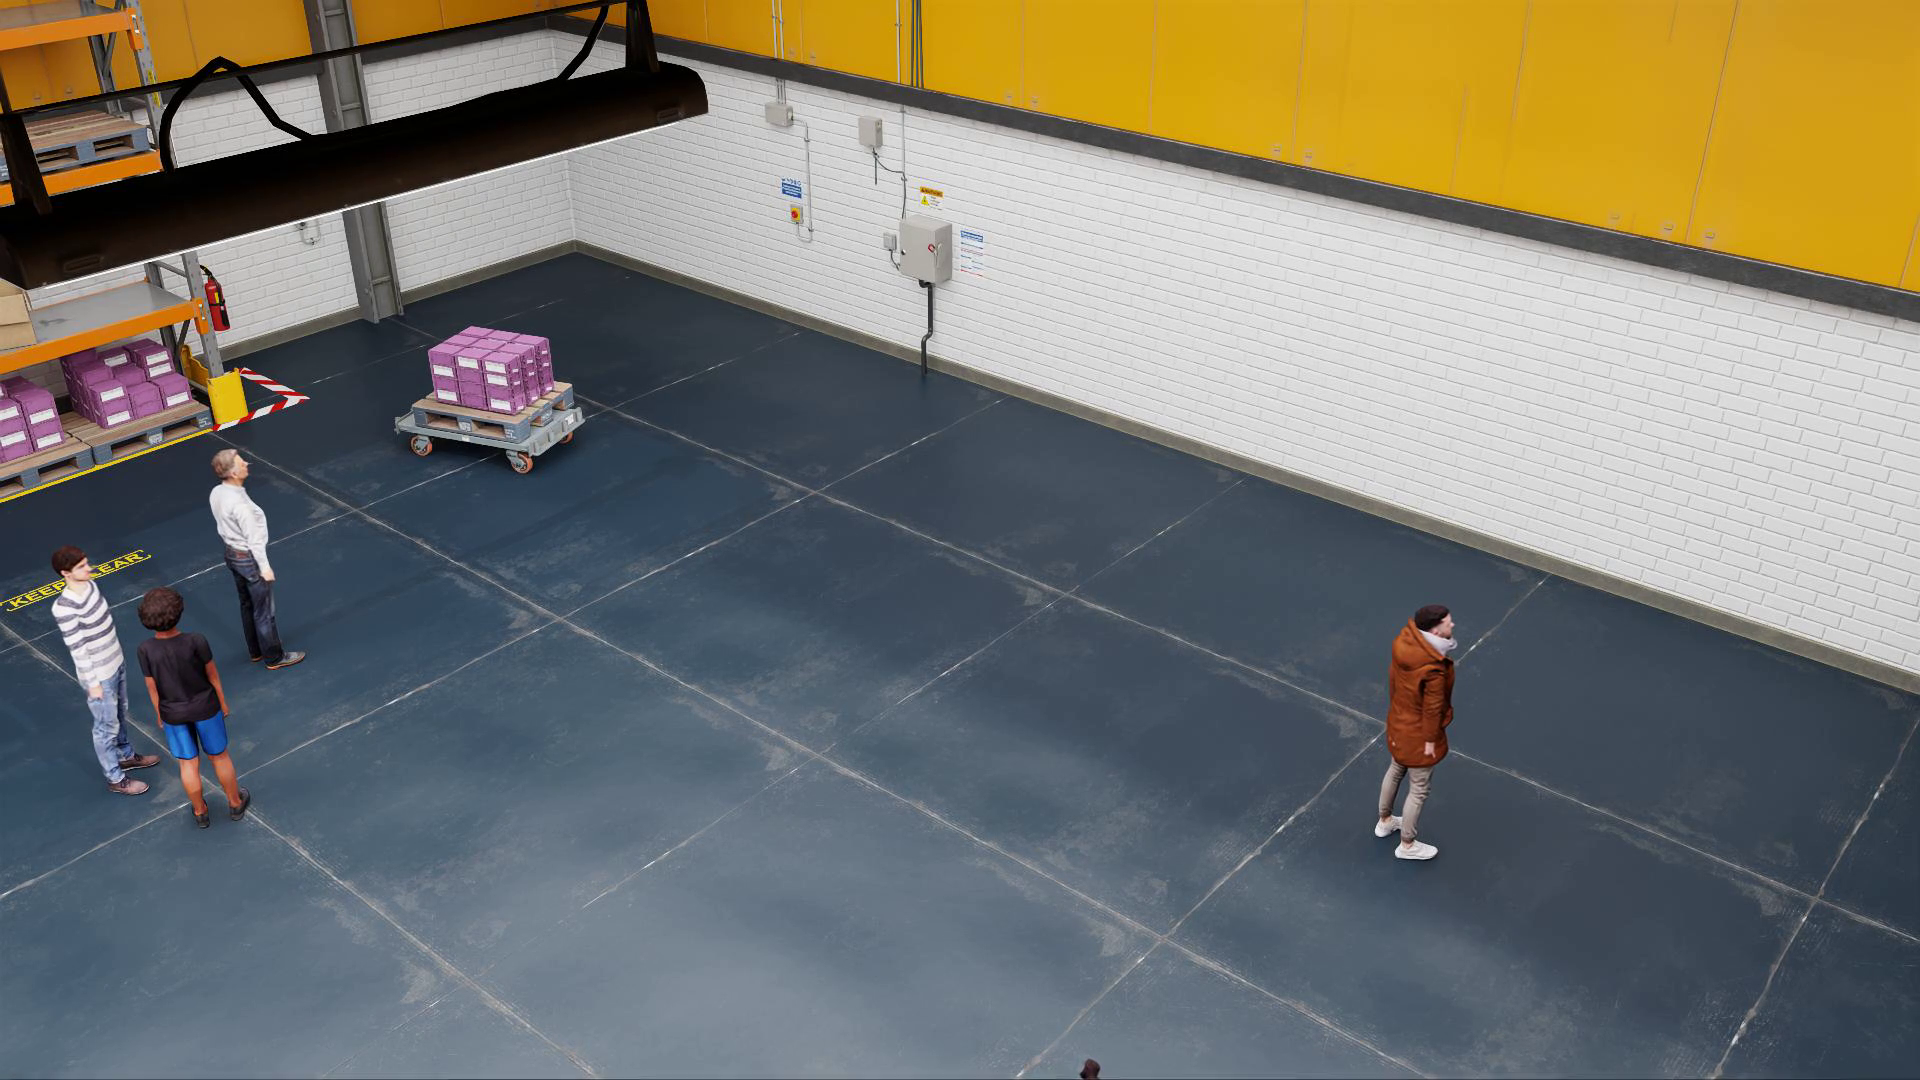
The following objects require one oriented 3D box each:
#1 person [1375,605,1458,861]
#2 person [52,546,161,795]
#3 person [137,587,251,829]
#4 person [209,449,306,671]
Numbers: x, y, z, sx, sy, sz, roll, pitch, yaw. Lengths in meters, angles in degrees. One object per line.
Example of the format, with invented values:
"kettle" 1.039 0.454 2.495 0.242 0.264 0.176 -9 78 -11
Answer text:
"person" 2.937 1.216 10.731 0.881 1.838 0.841 -7 29 -13
"person" -5.887 0.865 11.358 0.763 1.854 0.715 -4 29 -6
"person" -5.081 1.108 10.970 0.669 1.799 0.759 -10 30 -18
"person" -5.448 0.136 12.729 0.646 1.820 0.549 23 36 36
